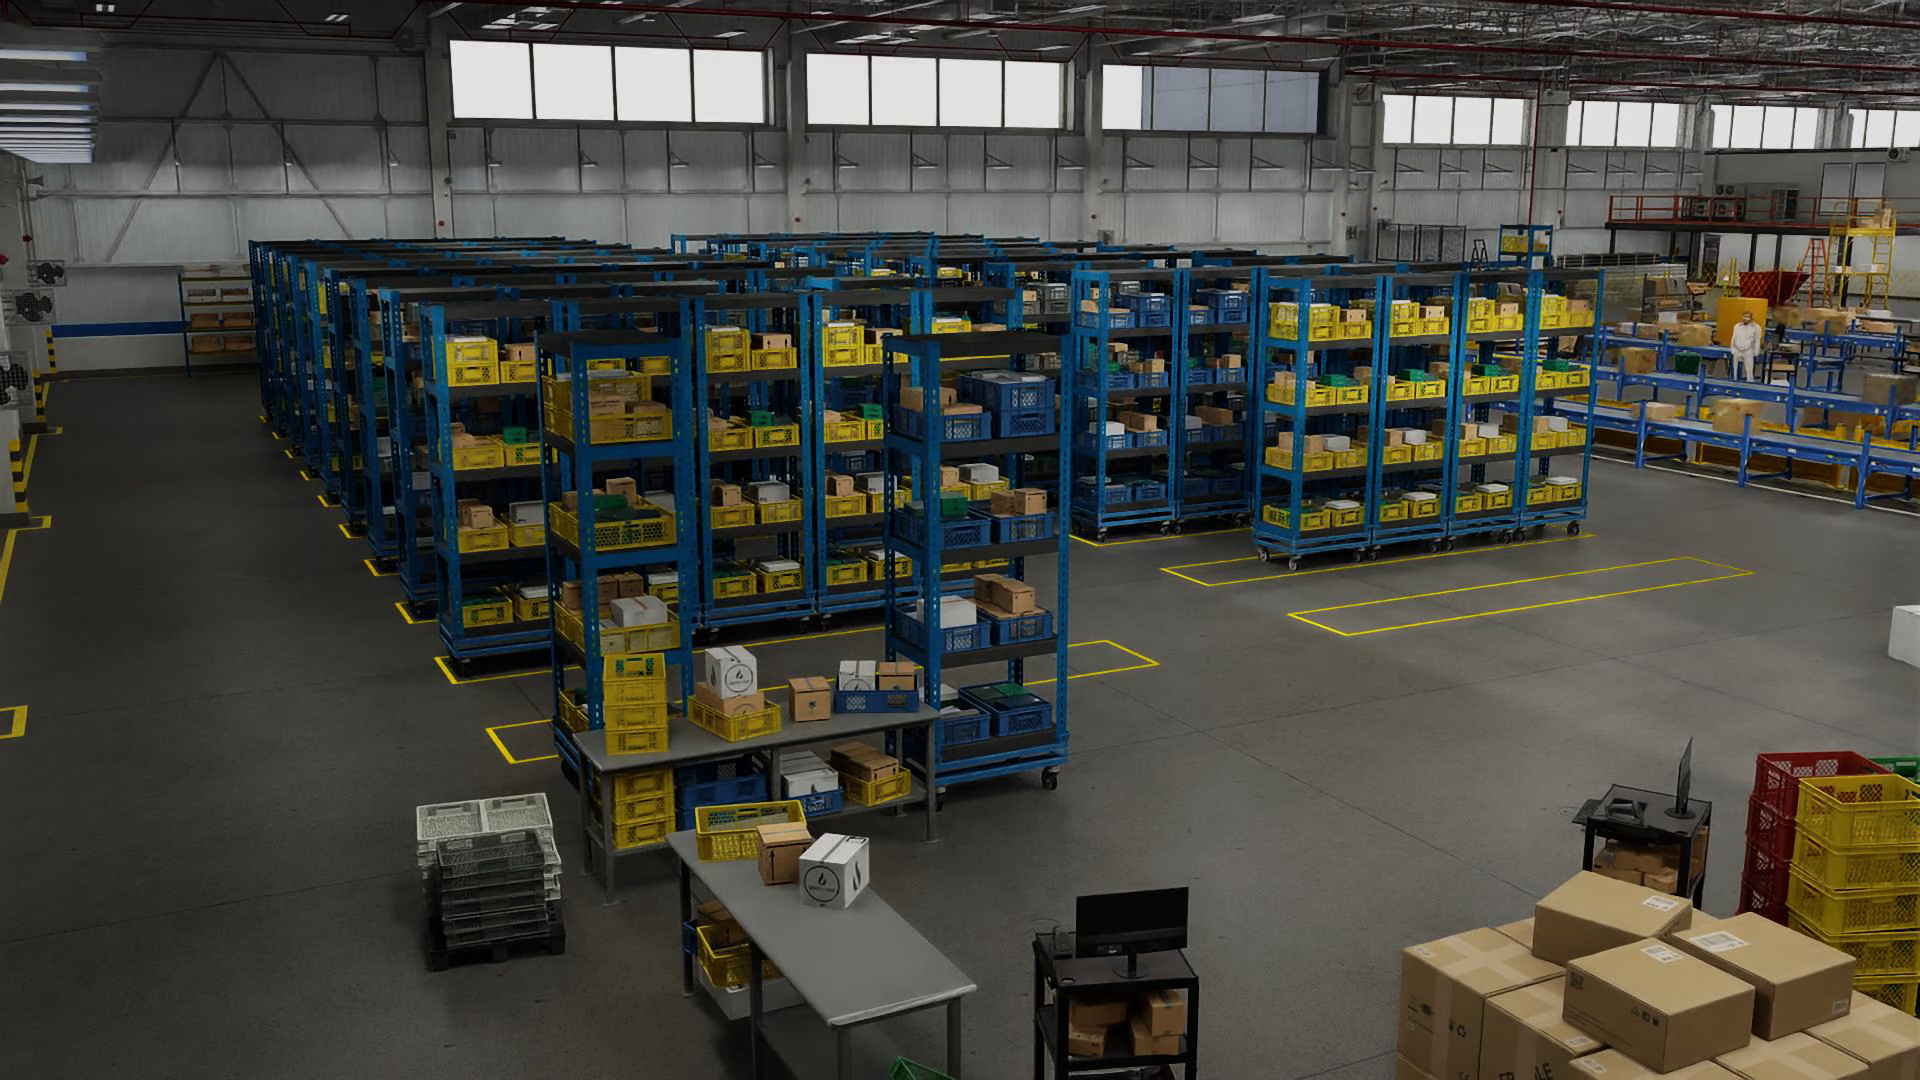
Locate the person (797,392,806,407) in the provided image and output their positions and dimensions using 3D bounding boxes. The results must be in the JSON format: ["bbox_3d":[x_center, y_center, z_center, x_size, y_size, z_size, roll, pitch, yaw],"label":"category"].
[{"bbox_3d":[-2.278,-1.896,26.537,0.611,1.974,0.849,-11,16,-43],"label":"person"}]

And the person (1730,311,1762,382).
[{"bbox_3d":[17.791,-4.254,37.737,0.399,1.896,0.644,-10,15,-38],"label":"person"}]

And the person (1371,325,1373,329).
[{"bbox_3d":[11.469,-5.951,45.365,0.632,2.025,0.626,-8,15,-34],"label":"person"}]

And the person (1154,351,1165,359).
[{"bbox_3d":[4.892,-4.601,39.747,0.527,1.731,0.764,4,13,18],"label":"person"}]
